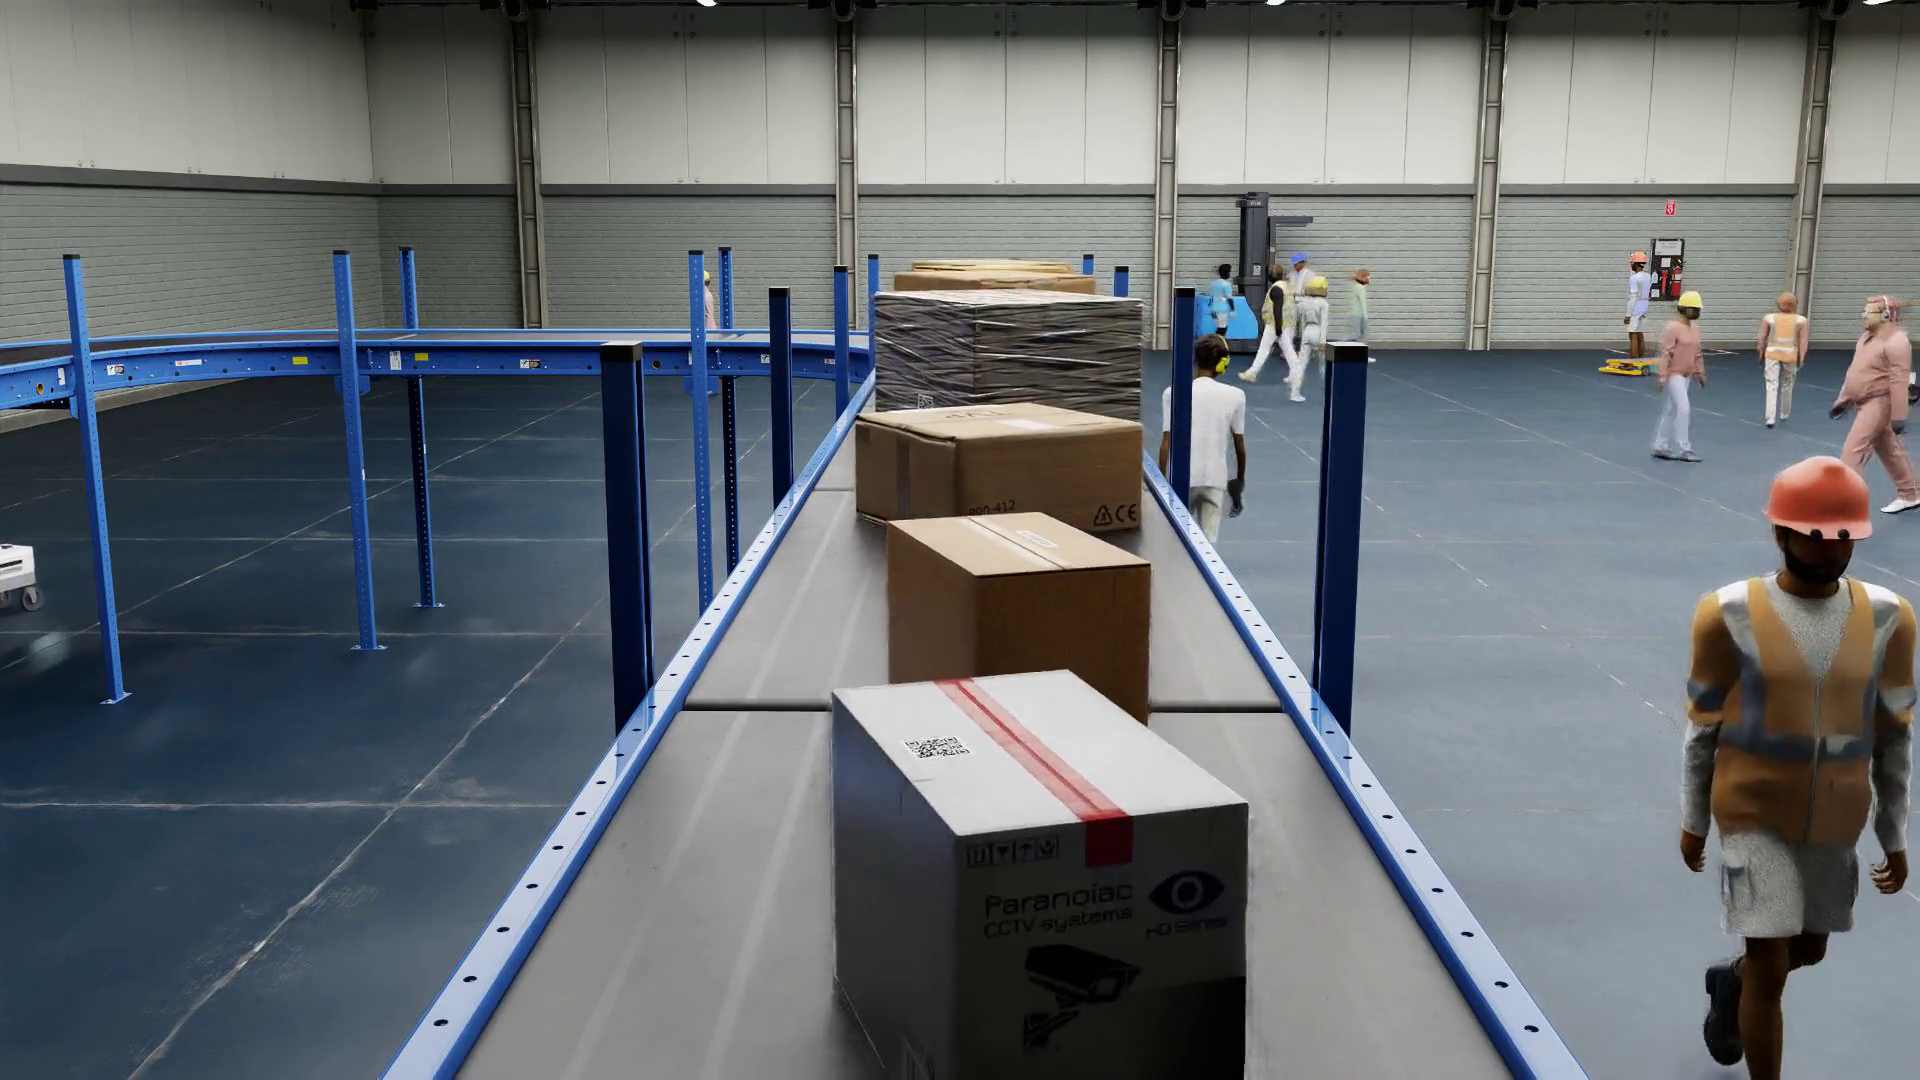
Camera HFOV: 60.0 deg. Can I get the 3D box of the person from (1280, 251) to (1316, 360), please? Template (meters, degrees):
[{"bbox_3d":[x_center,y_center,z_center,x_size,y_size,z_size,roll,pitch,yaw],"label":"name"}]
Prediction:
[{"bbox_3d":[6.063,-4.155,29.454,0.862,1.902,0.616,-9,14,-39],"label":"person"}]

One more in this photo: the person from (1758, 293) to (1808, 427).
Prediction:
[{"bbox_3d":[9.924,-2.181,20.092,0.521,1.587,0.899,5,12,26],"label":"person"}]

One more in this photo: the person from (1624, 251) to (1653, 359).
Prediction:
[{"bbox_3d":[10.994,-3.713,27.073,0.542,1.938,0.358,-10,15,-41],"label":"person"}]

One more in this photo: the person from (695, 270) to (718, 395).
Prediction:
[{"bbox_3d":[-3.596,-2.927,23.482,0.329,1.765,0.527,-2,11,-10],"label":"person"}]

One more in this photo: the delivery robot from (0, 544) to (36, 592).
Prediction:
[{"bbox_3d":[-6.187,0.193,10.433,0.477,0.478,0.707,3,12,17],"label":"delivery robot"}]

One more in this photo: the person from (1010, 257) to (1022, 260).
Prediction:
[{"bbox_3d":[0.945,-3.726,27.380,0.325,1.843,0.513,3,11,16],"label":"person"}]

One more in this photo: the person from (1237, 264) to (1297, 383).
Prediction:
[{"bbox_3d":[4.765,-3.282,25.251,0.983,1.786,0.639,4,12,22],"label":"person"}]

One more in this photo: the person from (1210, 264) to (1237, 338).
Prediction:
[{"bbox_3d":[4.676,-4.022,29.323,0.560,1.675,0.528,-3,12,-17],"label":"person"}]

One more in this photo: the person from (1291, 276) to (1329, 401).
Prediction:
[{"bbox_3d":[4.866,-2.749,22.734,0.892,1.689,0.501,-8,14,-36],"label":"person"}]

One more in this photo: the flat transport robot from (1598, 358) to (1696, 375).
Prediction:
[{"bbox_3d":[11.106,-2.808,26.825,1.431,0.197,0.652,-4,12,-19],"label":"flat transport robot"}]

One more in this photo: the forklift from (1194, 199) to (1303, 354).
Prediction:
[{"bbox_3d":[5.313,-4.851,30.603,1.873,2.768,1.129,0,11,1],"label":"forklift"}]

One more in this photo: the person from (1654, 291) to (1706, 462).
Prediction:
[{"bbox_3d":[7.471,-1.662,17.051,0.549,1.738,0.763,-8,14,-35],"label":"person"}]

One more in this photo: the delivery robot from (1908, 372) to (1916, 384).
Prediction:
[{"bbox_3d":[12.616,-2.186,22.657,0.707,0.478,0.477,-1,11,-8],"label":"delivery robot"}]

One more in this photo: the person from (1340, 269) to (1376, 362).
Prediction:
[{"bbox_3d":[6.863,-3.895,28.846,0.698,1.605,0.506,3,11,13],"label":"person"}]

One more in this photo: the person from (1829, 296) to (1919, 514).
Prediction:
[{"bbox_3d":[7.695,-1.125,14.006,1.041,1.854,0.640,2,11,8],"label":"person"}]

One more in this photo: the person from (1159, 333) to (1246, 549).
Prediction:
[{"bbox_3d":[1.416,-0.301,9.849,0.544,1.818,0.918,2,11,8],"label":"person"}]

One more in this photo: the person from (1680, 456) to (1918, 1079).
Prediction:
[{"bbox_3d":[2.220,0.699,4.492,0.553,1.911,0.894,1,11,7],"label":"person"}]
